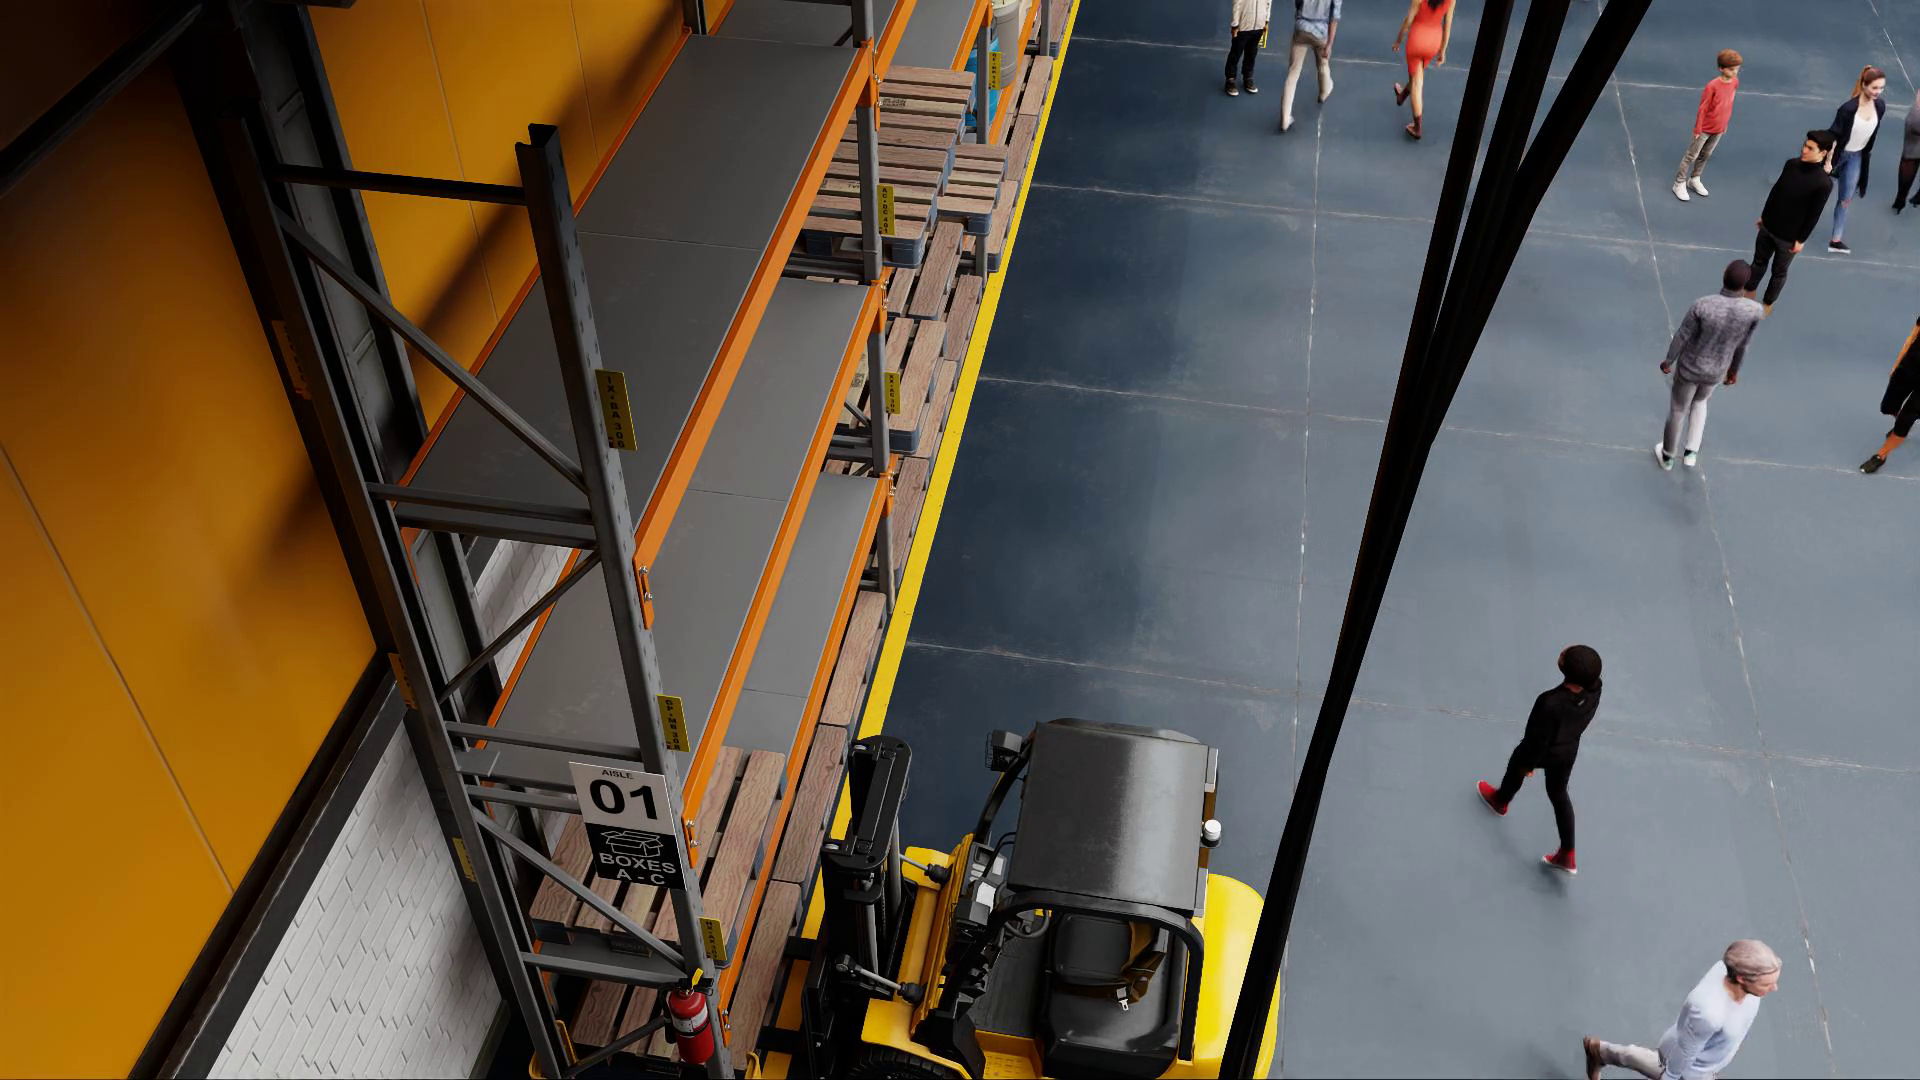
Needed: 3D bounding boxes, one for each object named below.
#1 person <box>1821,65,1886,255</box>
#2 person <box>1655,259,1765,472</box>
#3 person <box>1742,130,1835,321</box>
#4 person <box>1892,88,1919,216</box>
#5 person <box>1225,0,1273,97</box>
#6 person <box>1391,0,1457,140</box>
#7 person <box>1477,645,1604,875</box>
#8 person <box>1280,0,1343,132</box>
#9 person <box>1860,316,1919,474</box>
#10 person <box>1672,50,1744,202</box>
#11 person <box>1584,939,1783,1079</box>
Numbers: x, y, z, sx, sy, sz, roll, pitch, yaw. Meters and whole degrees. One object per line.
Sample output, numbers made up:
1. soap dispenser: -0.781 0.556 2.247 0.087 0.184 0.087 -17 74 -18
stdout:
1. person: 7.671 -3.403 14.595 0.830 1.639 1.147 -4 44 -4
2. person: 5.434 -1.200 12.148 0.720 1.826 0.698 3 44 3
3. person: 6.796 -2.598 13.690 0.785 1.722 0.666 -15 46 -16
4. person: 8.673 -3.670 14.801 0.707 1.743 0.708 17 46 17
5. person: 2.875 -5.160 16.574 0.648 1.453 0.660 -14 45 -15
6. person: 4.439 -4.636 15.866 0.857 1.671 1.166 -7 44 -8
7. person: 3.501 1.274 9.683 0.987 1.643 1.172 -16 46 -16
8. person: 3.331 -4.792 15.936 0.910 1.800 1.269 19 47 19
9. person: 7.167 -1.223 12.297 0.925 1.653 0.879 -23 48 -23
10. person: 6.841 -3.798 15.171 0.601 1.417 0.635 -16 46 -16
11. person: 3.553 2.498 8.235 1.107 1.867 1.123 -29 51 -27
